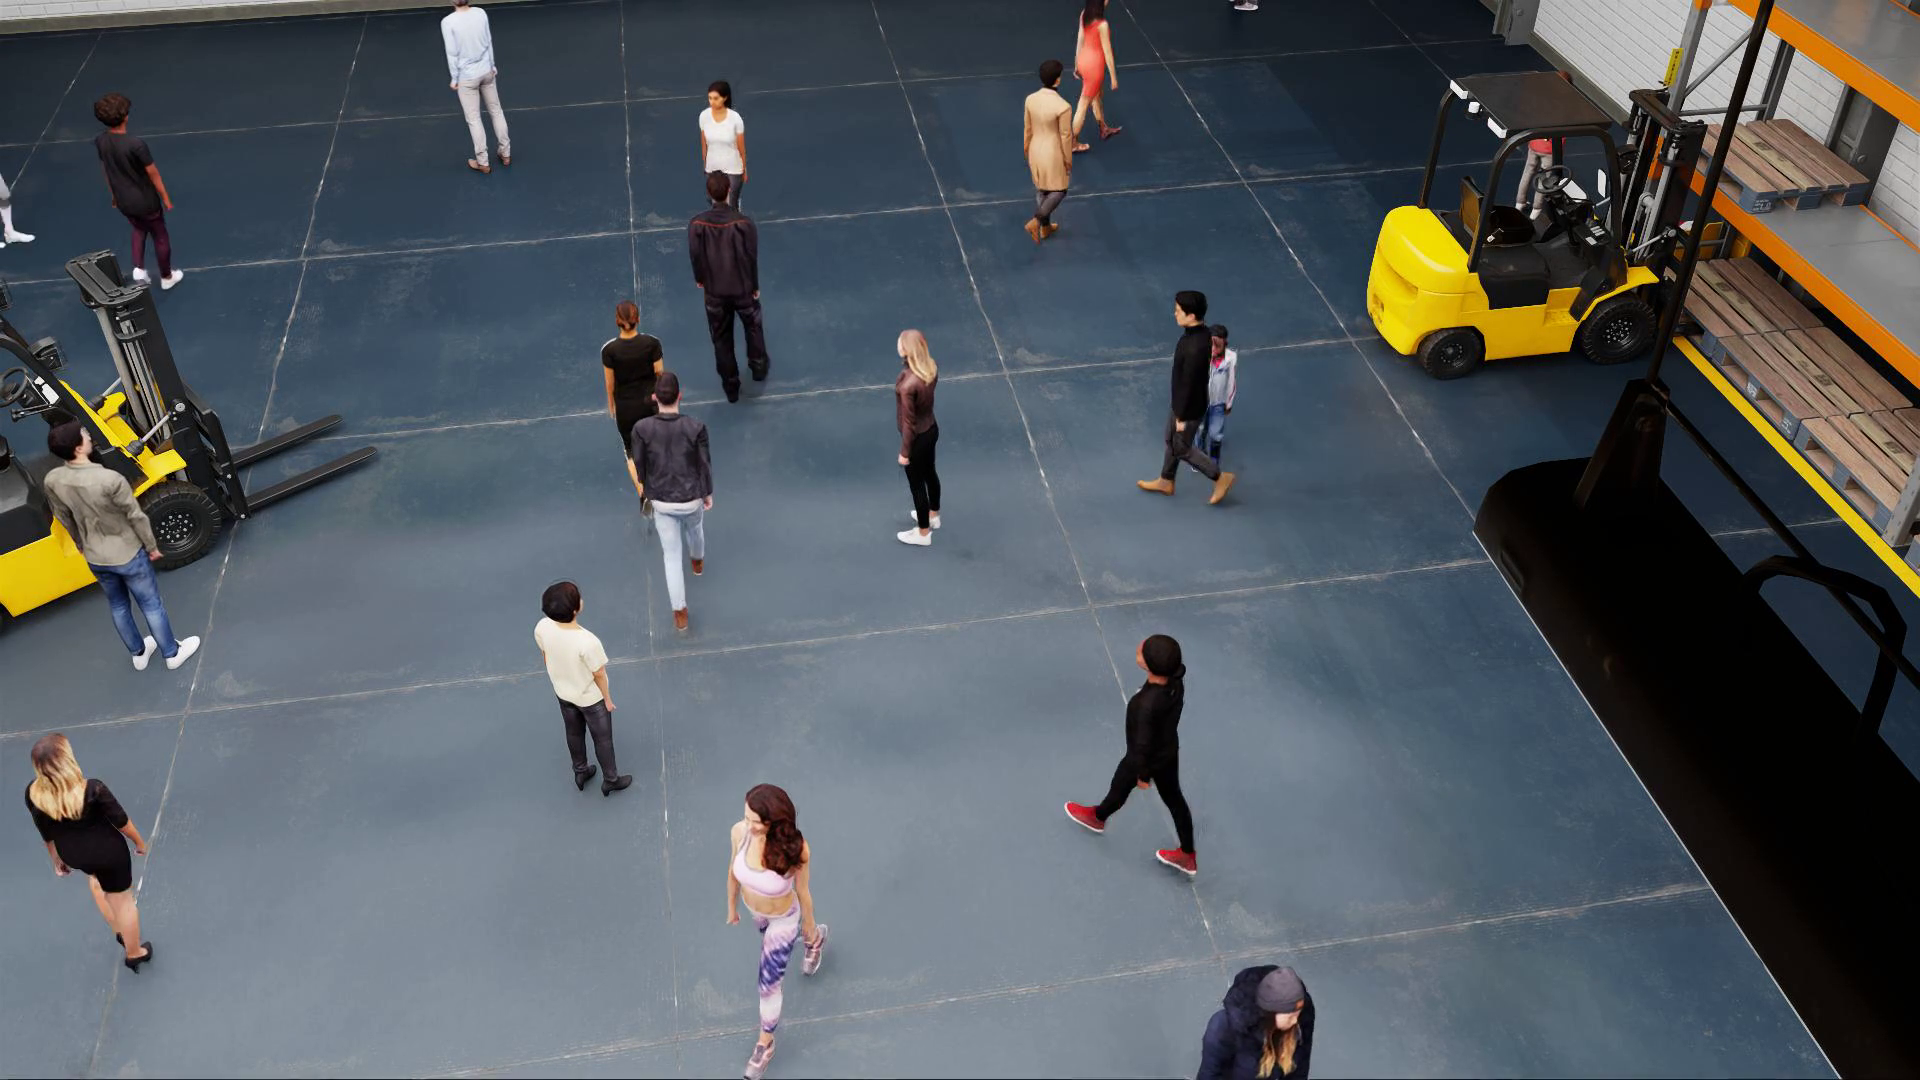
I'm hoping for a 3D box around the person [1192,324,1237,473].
[{"bbox_3d":[1.876,-1.093,12.397,0.577,1.248,0.630,10,40,13],"label":"person"}]

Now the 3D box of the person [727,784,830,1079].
[{"bbox_3d":[-0.896,1.822,8.360,1.064,1.731,1.226,18,42,21],"label":"person"}]

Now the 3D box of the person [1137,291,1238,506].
[{"bbox_3d":[1.702,-0.986,11.897,0.943,1.706,1.001,4,39,5],"label":"person"}]

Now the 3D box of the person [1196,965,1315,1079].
[{"bbox_3d":[1.291,2.439,7.671,0.799,1.627,1.146,-12,40,-14],"label":"person"}]

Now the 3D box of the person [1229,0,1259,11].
[{"bbox_3d":[3.414,-7.232,19.601,0.760,1.851,0.495,-2,39,-3],"label":"person"}]

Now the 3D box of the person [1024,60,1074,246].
[{"bbox_3d":[0.753,-3.443,14.965,0.941,1.715,0.994,26,45,29],"label":"person"}]

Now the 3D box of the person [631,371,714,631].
[{"bbox_3d":[-1.857,-0.221,10.857,0.641,1.806,1.096,-6,39,-7],"label":"person"}]

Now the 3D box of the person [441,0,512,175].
[{"bbox_3d":[-4.709,-4.517,16.167,0.748,1.894,0.767,-30,48,-32],"label":"person"}]

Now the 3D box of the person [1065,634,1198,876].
[{"bbox_3d":[1.140,1.214,9.203,1.139,1.628,1.079,24,44,27],"label":"person"}]

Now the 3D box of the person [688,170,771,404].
[{"bbox_3d":[-1.790,-1.911,12.903,0.799,1.895,0.920,1,39,1],"label":"person"}]

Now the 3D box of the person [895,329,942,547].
[{"bbox_3d":[-0.282,-0.713,11.557,0.739,1.703,0.624,15,41,17],"label":"person"}]

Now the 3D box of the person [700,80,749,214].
[{"bbox_3d":[-2.083,-3.362,14.933,0.783,1.628,0.962,8,39,10],"label":"person"}]

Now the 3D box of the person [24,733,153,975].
[{"bbox_3d":[-4.486,1.693,8.576,0.600,1.662,0.608,-3,39,-4],"label":"person"}]

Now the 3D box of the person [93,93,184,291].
[{"bbox_3d":[-7.114,-2.927,14.276,0.757,1.769,0.796,5,39,6],"label":"person"}]

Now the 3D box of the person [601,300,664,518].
[{"bbox_3d":[-2.280,-0.923,11.862,0.650,1.650,0.972,-10,40,-12],"label":"person"}]

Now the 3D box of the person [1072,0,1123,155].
[{"bbox_3d":[1.231,-4.623,16.465,0.872,1.688,0.968,-19,42,-23],"label":"person"}]

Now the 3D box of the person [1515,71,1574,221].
[{"bbox_3d":[5.448,-3.681,15.502,0.644,1.417,0.533,-24,45,-27],"label":"person"}]

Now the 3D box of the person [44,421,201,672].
[{"bbox_3d":[-5.316,0.073,10.441,0.755,1.868,0.682,2,39,3],"label":"person"}]

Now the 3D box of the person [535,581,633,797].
[{"bbox_3d":[-2.197,0.877,9.659,0.653,1.587,0.661,15,41,18],"label":"person"}]
